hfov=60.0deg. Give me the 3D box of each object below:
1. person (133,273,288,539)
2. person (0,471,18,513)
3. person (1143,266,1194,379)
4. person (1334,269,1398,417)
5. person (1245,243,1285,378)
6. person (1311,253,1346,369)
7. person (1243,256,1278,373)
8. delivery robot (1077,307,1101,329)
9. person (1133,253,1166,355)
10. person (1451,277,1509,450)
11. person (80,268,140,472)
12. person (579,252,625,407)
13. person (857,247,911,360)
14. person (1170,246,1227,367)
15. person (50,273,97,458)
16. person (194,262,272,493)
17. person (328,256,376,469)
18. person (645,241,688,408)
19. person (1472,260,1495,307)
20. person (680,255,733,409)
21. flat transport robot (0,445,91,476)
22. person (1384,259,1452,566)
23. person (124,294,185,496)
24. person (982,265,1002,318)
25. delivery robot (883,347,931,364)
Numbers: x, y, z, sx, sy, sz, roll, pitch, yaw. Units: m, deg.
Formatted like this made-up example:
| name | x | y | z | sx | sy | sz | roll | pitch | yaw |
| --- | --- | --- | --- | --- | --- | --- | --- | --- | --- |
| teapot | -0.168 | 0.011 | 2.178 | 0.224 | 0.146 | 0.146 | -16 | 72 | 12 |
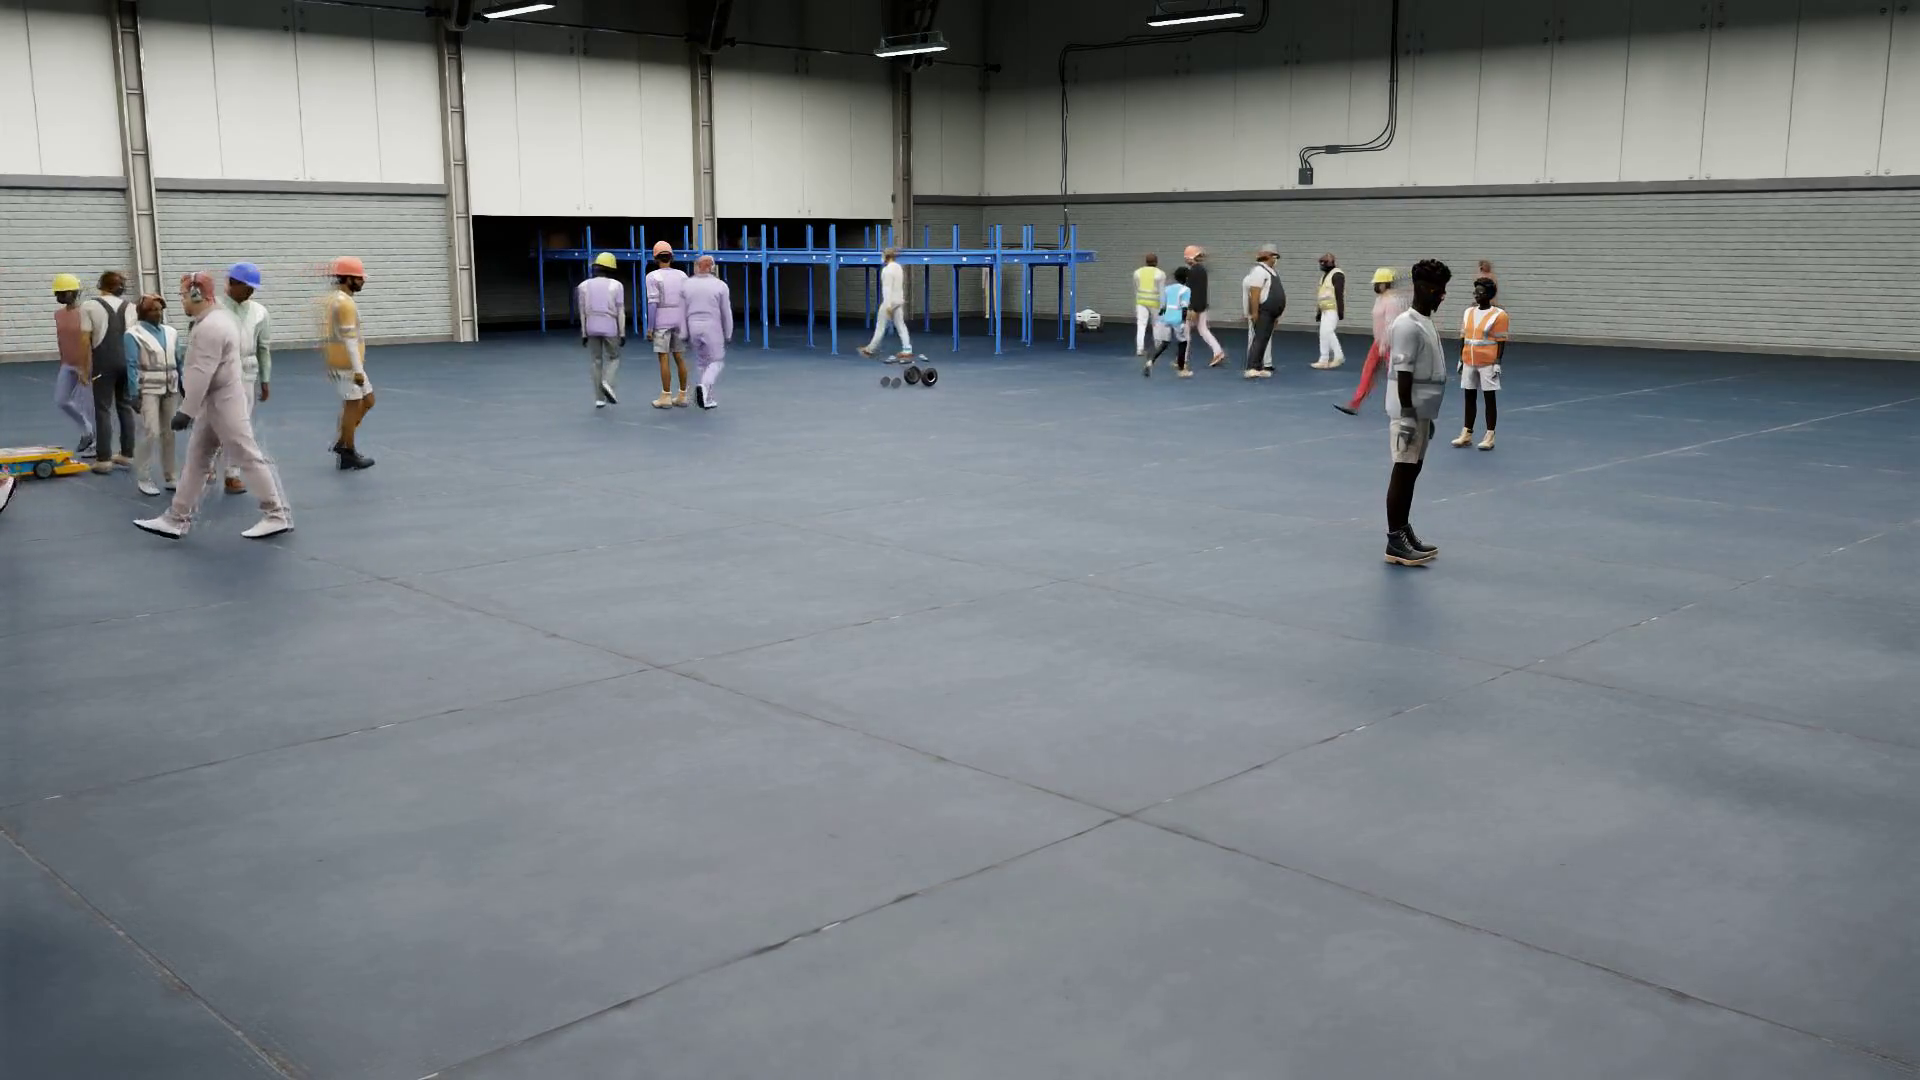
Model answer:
| name | x | y | z | sx | sy | sz | roll | pitch | yaw |
| --- | --- | --- | --- | --- | --- | --- | --- | --- | --- |
| person | -5.212 | -0.909 | 11.506 | 1.004 | 1.840 | 0.629 | -5 | 12 | -27 |
| person | -7.606 | -1.090 | 12.423 | 0.854 | 1.878 | 0.650 | -3 | 11 | -15 |
| person | 3.109 | -3.219 | 24.622 | 0.724 | 1.665 | 0.554 | -7 | 12 | -32 |
| person | 4.842 | -2.267 | 19.253 | 0.910 | 1.712 | 0.553 | -2 | 11 | -10 |
| person | 4.572 | -3.420 | 24.792 | 0.541 | 2.000 | 0.758 | 5 | 11 | 25 |
| person | 5.884 | -3.622 | 26.386 | 0.580 | 1.828 | 0.687 | -1 | 10 | -7 |
| person | 4.668 | -3.507 | 25.737 | 0.587 | 1.828 | 0.404 | 6 | 12 | 31 |
| delivery robot | 2.825 | -4.886 | 36.585 | 0.477 | 0.478 | 0.707 | -3 | 11 | -16 |
| person | 3.402 | -4.211 | 29.705 | 0.627 | 1.791 | 0.943 | 5 | 11 | 24 |
| person | 5.184 | -1.759 | 16.561 | 0.318 | 1.697 | 0.535 | -8 | 13 | -37 |
| person | -7.666 | -1.543 | 15.061 | 0.396 | 1.819 | 0.538 | 9 | 13 | 39 |
| person | -4.391 | -2.581 | 20.493 | 0.581 | 1.899 | 0.447 | 1 | 10 | 6 |
| person | -1.254 | -4.007 | 28.277 | 0.995 | 1.890 | 0.656 | 5 | 12 | 25 |
| person | 3.873 | -3.756 | 26.789 | 0.917 | 1.954 | 0.671 | 8 | 13 | 36 |
| person | -8.410 | -1.656 | 15.856 | 0.538 | 1.753 | 0.395 | 4 | 11 | 22 |
| person | -6.029 | -1.342 | 13.758 | 0.584 | 1.895 | 0.656 | 9 | 14 | 40 |
| person | -5.530 | -1.614 | 15.149 | 0.417 | 1.917 | 0.575 | -5 | 12 | -25 |
| person | -3.629 | -2.658 | 20.528 | 0.398 | 2.037 | 0.610 | 10 | 14 | 43 |
| person | 10.194 | -4.619 | 32.340 | 0.529 | 1.623 | 0.429 | -6 | 12 | -30 |
| person | -3.099 | -2.514 | 20.198 | 0.644 | 1.884 | 0.728 | 3 | 11 | 16 |
| flat transport robot | -8.479 | -0.651 | 14.526 | 0.652 | 0.197 | 1.431 | 8 | 13 | 38 |
| person | 2.969 | -0.836 | 10.813 | 0.380 | 1.958 | 0.601 | 5 | 12 | 26 |
| person | -6.613 | -1.204 | 13.696 | 0.310 | 1.639 | 0.533 | 4 | 11 | 19 |
| person | 0.808 | -6.474 | 42.446 | 0.508 | 1.630 | 0.267 | -1 | 10 | -4 |
| delivery robot | -0.746 | -2.618 | 23.511 | 0.698 | 0.223 | 0.335 | -8 | 13 | -36 |
